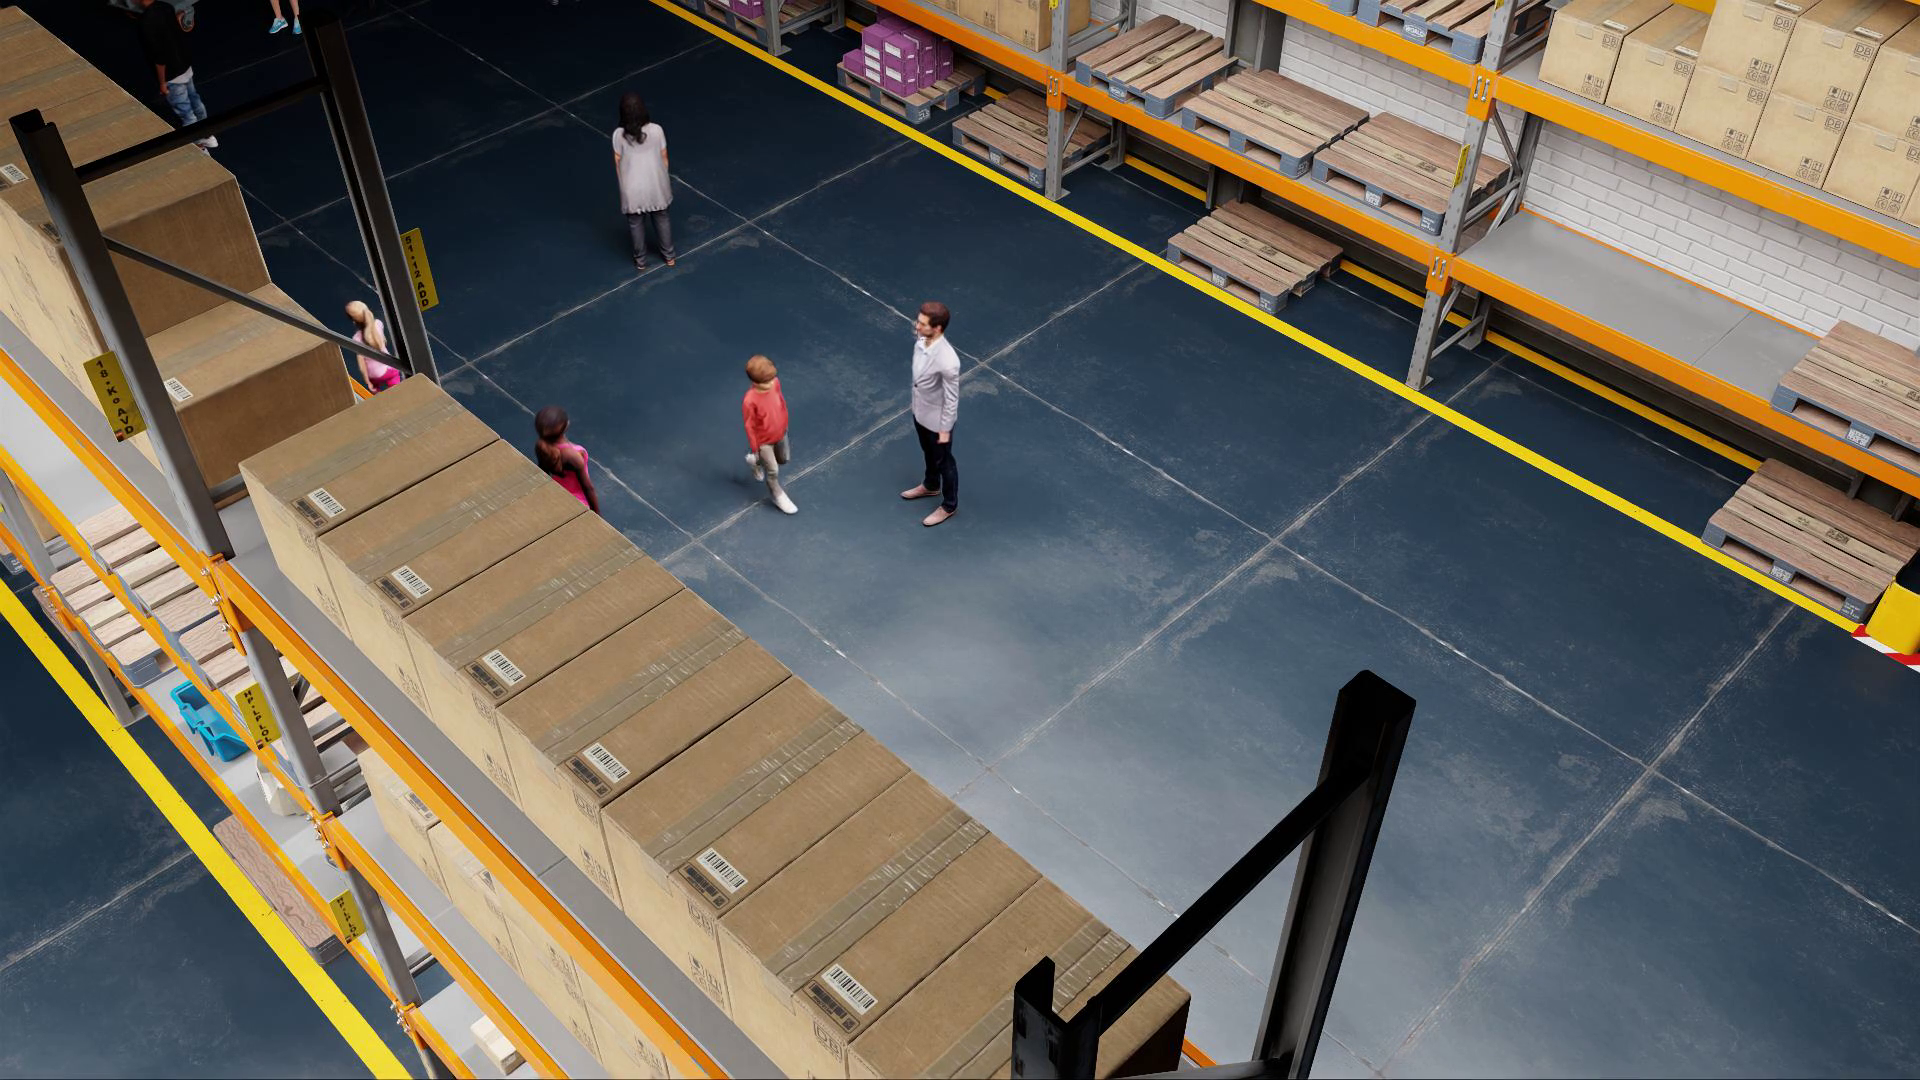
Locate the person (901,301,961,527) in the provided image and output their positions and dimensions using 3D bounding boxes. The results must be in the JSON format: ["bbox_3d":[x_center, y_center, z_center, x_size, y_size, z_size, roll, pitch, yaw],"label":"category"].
[{"bbox_3d":[-0.176,-0.928,11.835,0.803,1.853,0.632,-19,47,-19],"label":"person"}]

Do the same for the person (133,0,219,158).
[{"bbox_3d":[-7.348,-4.415,15.531,0.832,1.804,0.781,2,44,2],"label":"person"}]

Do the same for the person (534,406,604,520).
[{"bbox_3d":[-2.611,-0.208,11.172,0.582,1.726,0.680,19,47,19],"label":"person"}]

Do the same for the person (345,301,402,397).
[{"bbox_3d":[-4.358,-1.259,12.628,0.925,1.238,0.550,30,51,28],"label":"person"}]

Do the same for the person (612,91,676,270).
[{"bbox_3d":[-2.722,-3.074,14.267,0.750,1.605,0.794,-13,45,-14],"label":"person"}]

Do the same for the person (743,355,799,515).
[{"bbox_3d":[-1.433,-0.805,12.034,0.779,1.400,0.585,26,49,25],"label":"person"}]
